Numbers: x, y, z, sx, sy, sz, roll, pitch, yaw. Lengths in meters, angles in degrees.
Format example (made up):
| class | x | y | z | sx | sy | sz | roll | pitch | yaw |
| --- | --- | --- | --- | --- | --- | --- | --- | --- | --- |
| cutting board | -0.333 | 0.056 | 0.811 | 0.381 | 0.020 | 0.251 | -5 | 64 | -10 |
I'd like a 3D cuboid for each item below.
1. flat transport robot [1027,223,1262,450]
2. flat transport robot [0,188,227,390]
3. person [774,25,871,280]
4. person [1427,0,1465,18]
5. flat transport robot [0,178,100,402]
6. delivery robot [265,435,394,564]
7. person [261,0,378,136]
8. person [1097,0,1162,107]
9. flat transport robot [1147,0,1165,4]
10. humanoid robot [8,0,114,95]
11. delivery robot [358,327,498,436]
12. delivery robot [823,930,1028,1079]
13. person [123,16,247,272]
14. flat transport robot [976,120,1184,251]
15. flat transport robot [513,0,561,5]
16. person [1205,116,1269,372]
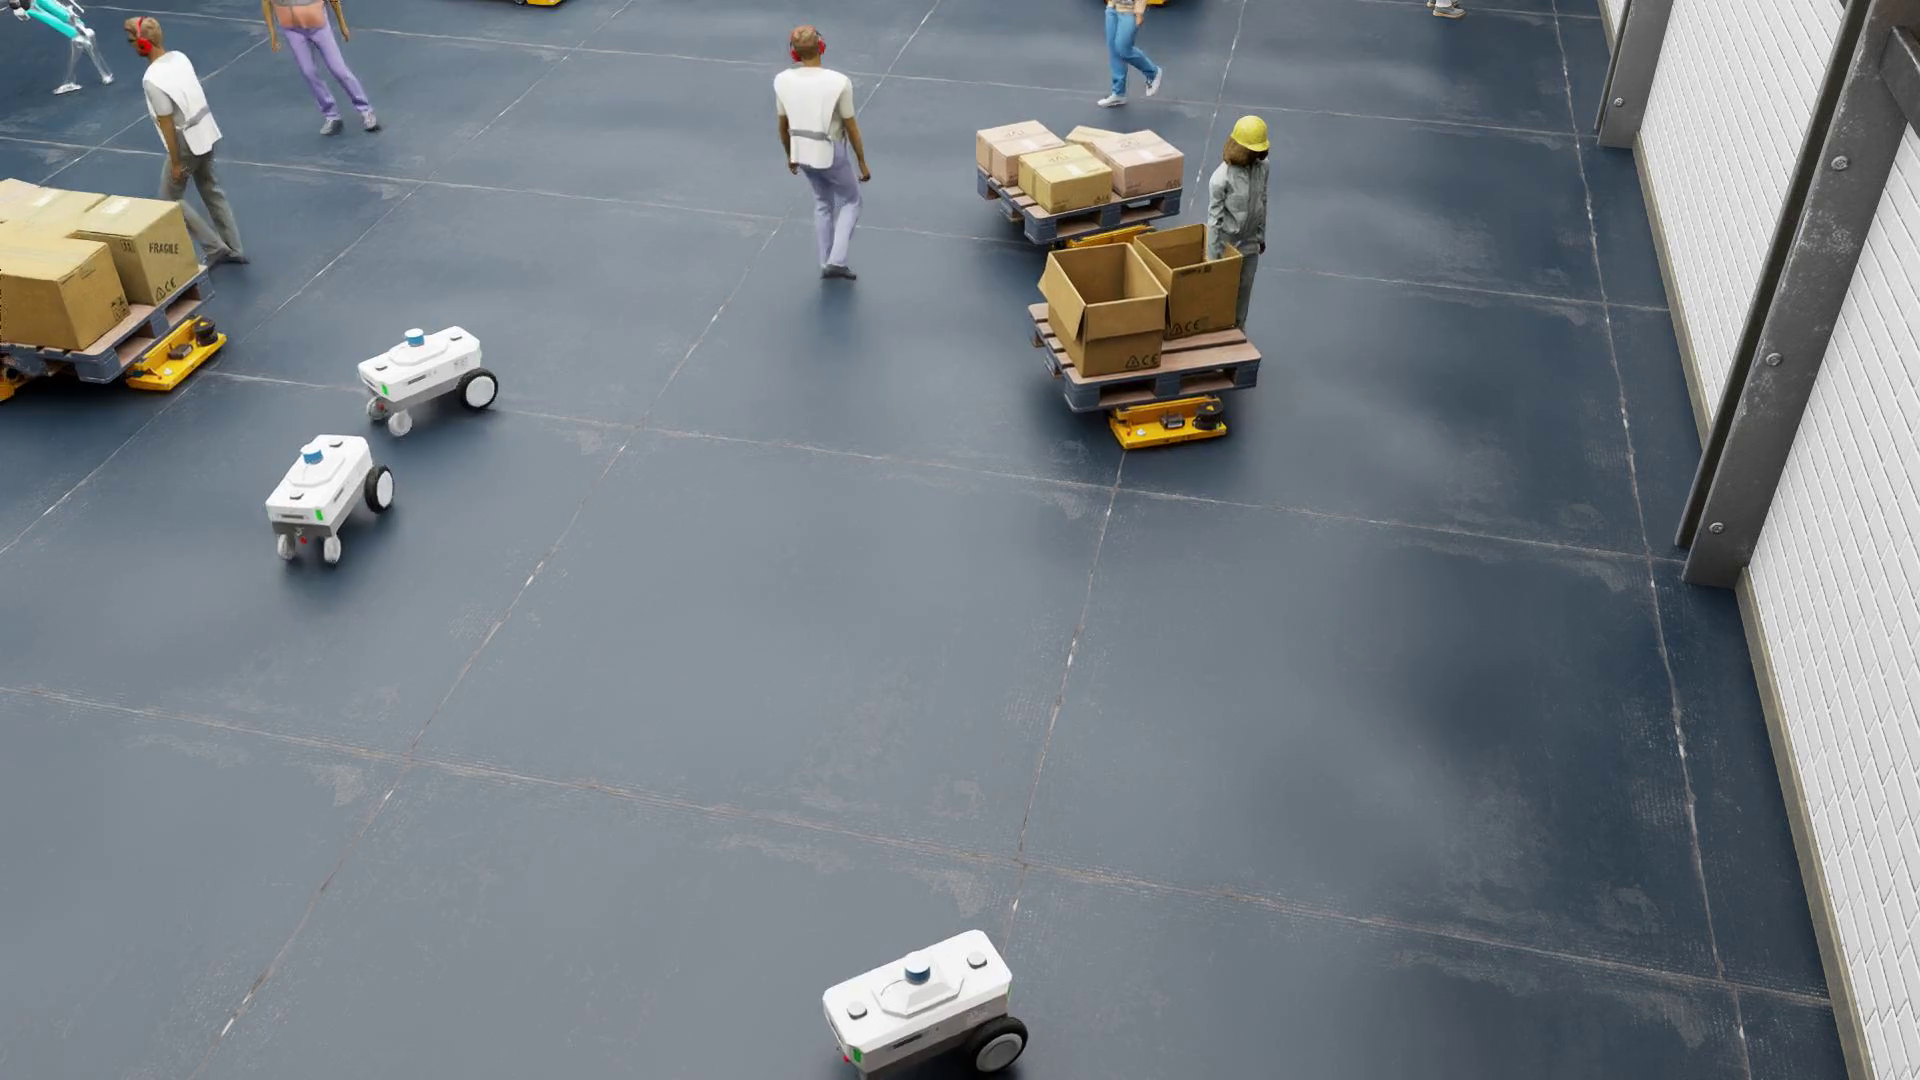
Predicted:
| class | x | y | z | sx | sy | sz | roll | pitch | yaw |
| --- | --- | --- | --- | --- | --- | --- | --- | --- | --- |
| flat transport robot | 1.129 | -1.060 | 10.638 | 0.659 | 0.231 | 1.431 | -9 | 38 | -12 |
| flat transport robot | -5.666 | -1.290 | 10.945 | 1.431 | 0.231 | 0.659 | 8 | 37 | 10 |
| person | -0.928 | -2.612 | 11.417 | 0.652 | 1.810 | 0.450 | 19 | 41 | 23 |
| person | 4.768 | -5.971 | 15.861 | 0.356 | 1.884 | 0.574 | 2 | 37 | 2 |
| flat transport robot | -6.100 | -1.353 | 11.030 | 0.659 | 0.231 | 1.431 | 16 | 40 | 21 |
| delivery robot | -3.571 | -0.276 | 9.365 | 0.499 | 0.613 | 0.797 | 4 | 37 | 5 |
| person | -5.276 | -4.163 | 13.505 | 0.679 | 1.802 | 0.426 | -2 | 37 | -3 |
| person | 1.432 | -4.508 | 14.045 | 0.533 | 1.697 | 0.531 | -17 | 40 | -21 |
| flat transport robot | 1.879 | -5.807 | 16.989 | 0.659 | 0.231 | 1.431 | 10 | 38 | 13 |
| humanoid robot | -7.785 | -4.677 | 14.252 | 0.863 | 1.773 | 0.599 | 3 | 37 | 3 |
| delivery robot | -3.338 | -1.042 | 10.357 | 0.759 | 0.575 | 0.499 | -30 | 46 | -34 |
| delivery robot | -0.137 | 1.835 | 6.540 | 0.785 | 0.613 | 0.525 | -17 | 40 | -22 |
| person | -5.377 | -2.721 | 11.566 | 0.476 | 1.822 | 0.596 | 1 | 37 | 1 |
| flat transport robot | 0.877 | -2.425 | 12.464 | 0.659 | 0.231 | 1.431 | -16 | 40 | -20 |
| flat transport robot | -4.583 | -5.640 | 16.766 | 1.431 | 0.231 | 0.659 | 10 | 38 | 14 |
| person | 1.747 | -1.855 | 10.481 | 0.489 | 1.730 | 0.321 | -26 | 44 | -31 |
